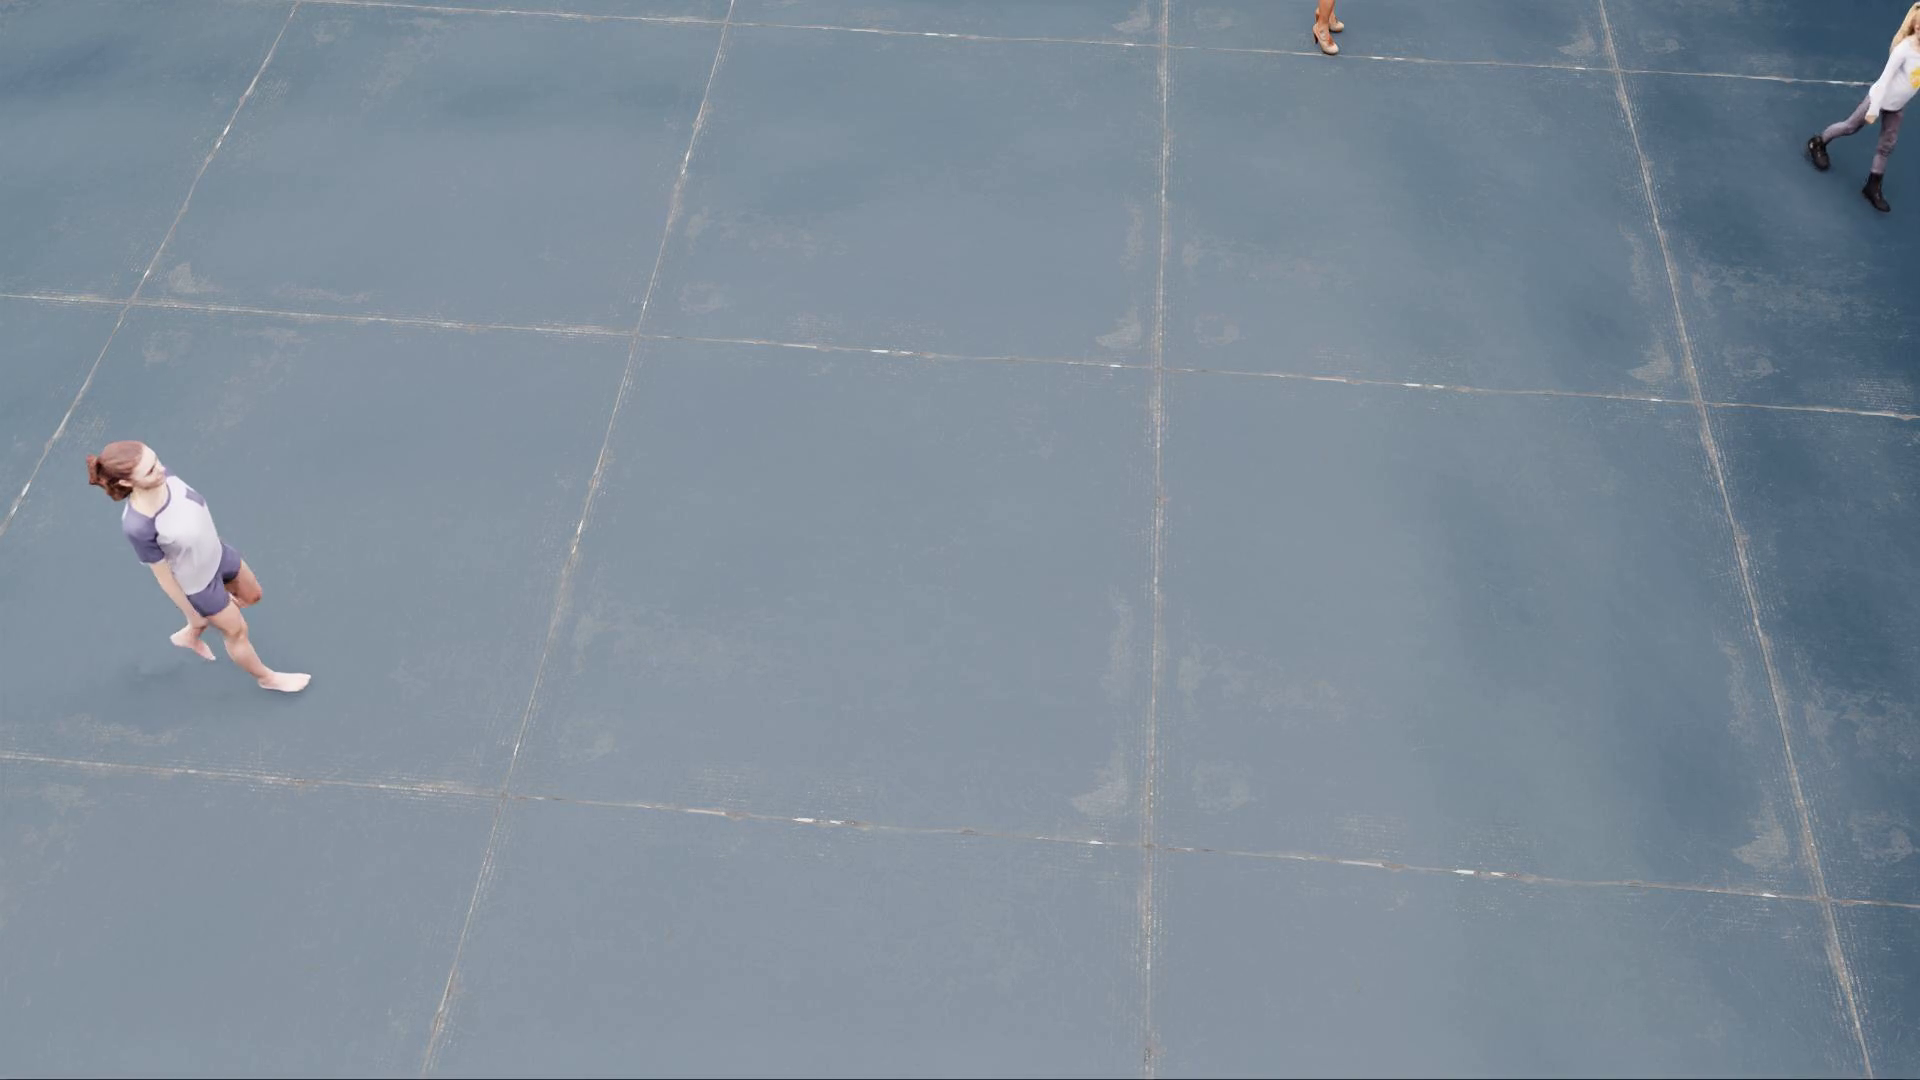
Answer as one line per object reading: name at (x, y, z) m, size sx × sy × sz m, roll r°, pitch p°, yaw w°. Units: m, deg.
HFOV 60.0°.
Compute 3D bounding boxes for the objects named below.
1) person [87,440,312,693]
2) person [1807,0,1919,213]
person at (-3.467, 0.138, 7.417) m, size 0.847 × 1.755 × 0.627 m, roll -1°, pitch 52°, yaw -1°
person at (5.452, -2.646, 9.890) m, size 0.916 × 1.254 × 0.814 m, roll -18°, pitch 54°, yaw -13°
